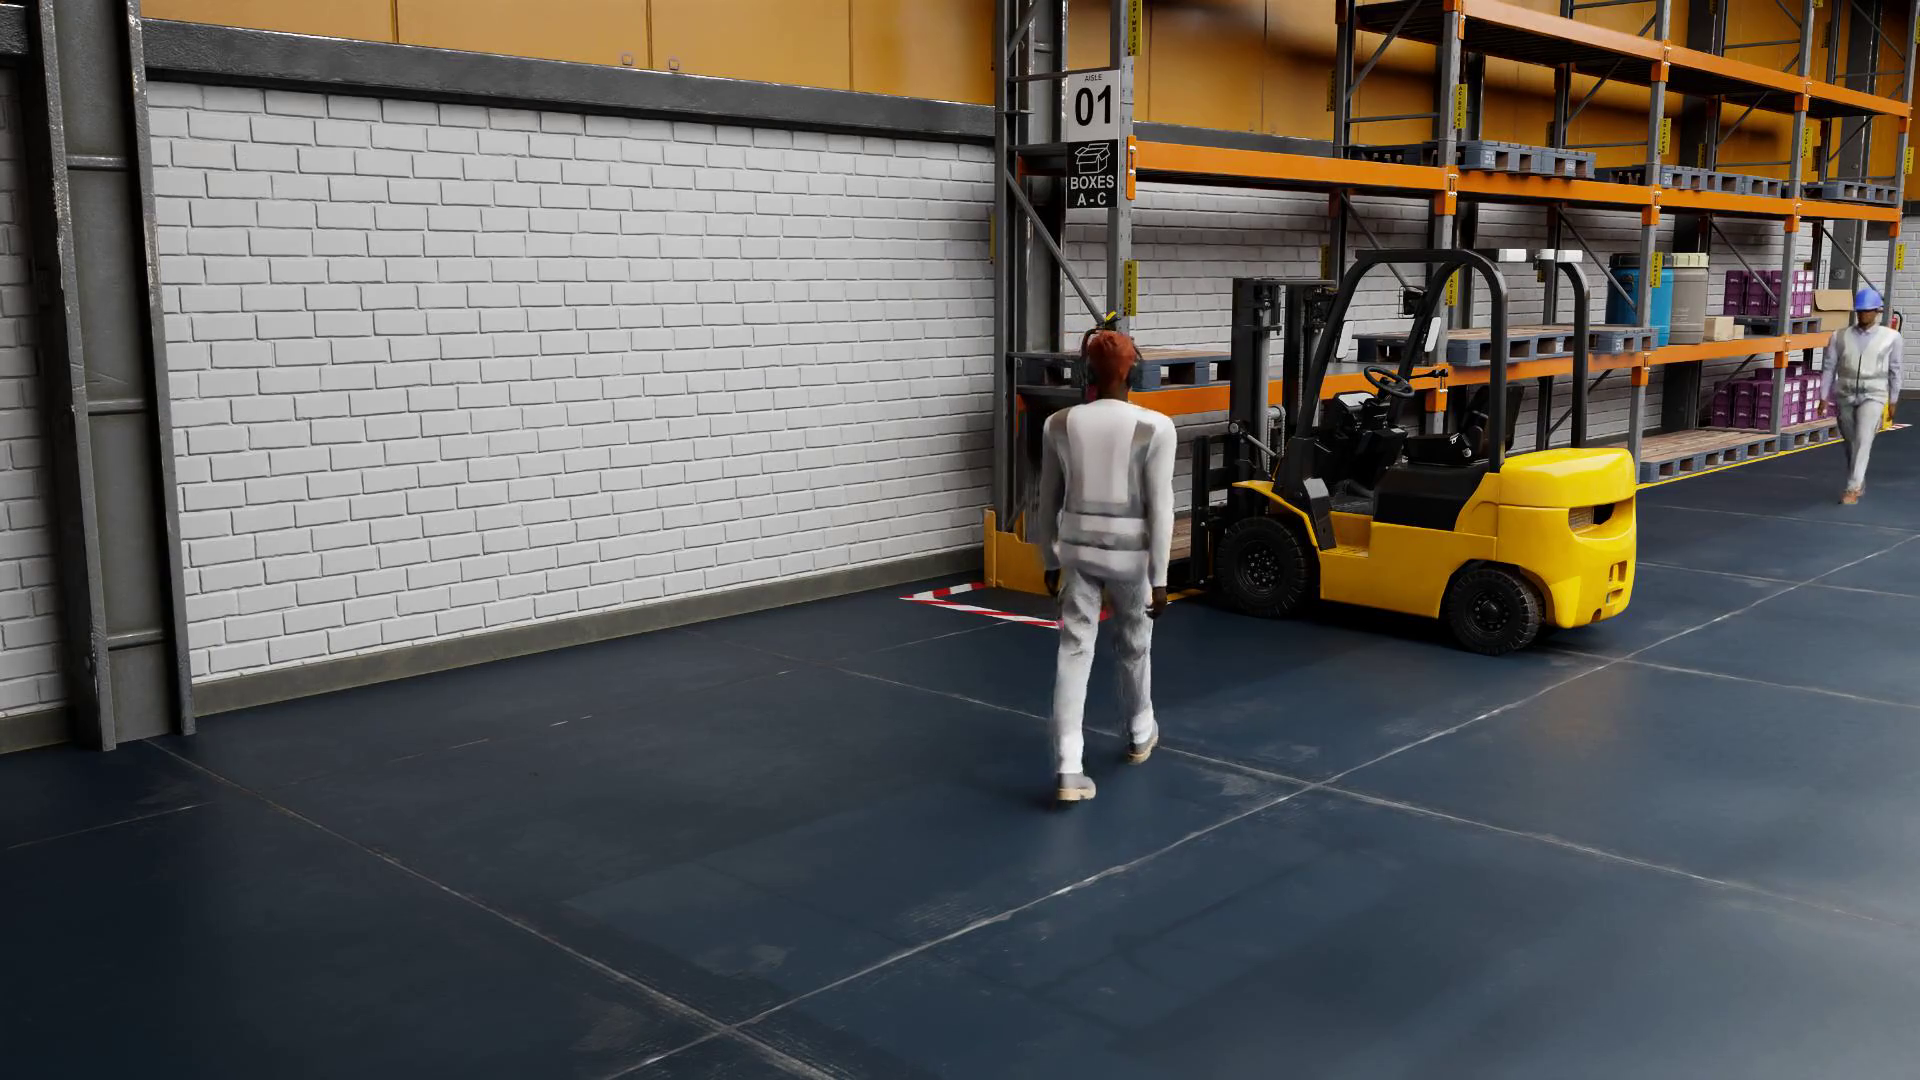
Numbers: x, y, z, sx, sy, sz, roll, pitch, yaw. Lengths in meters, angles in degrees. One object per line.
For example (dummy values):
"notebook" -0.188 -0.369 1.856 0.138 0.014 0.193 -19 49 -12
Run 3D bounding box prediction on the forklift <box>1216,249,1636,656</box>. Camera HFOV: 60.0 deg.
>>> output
"forklift" 2.710 -0.584 9.626 2.313 2.155 1.214 9 13 43

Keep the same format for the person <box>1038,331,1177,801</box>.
"person" 0.577 0.085 6.647 0.590 1.828 1.046 4 10 22

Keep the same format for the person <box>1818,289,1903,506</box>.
"person" 8.035 -1.284 14.860 0.619 1.905 1.022 8 12 40
